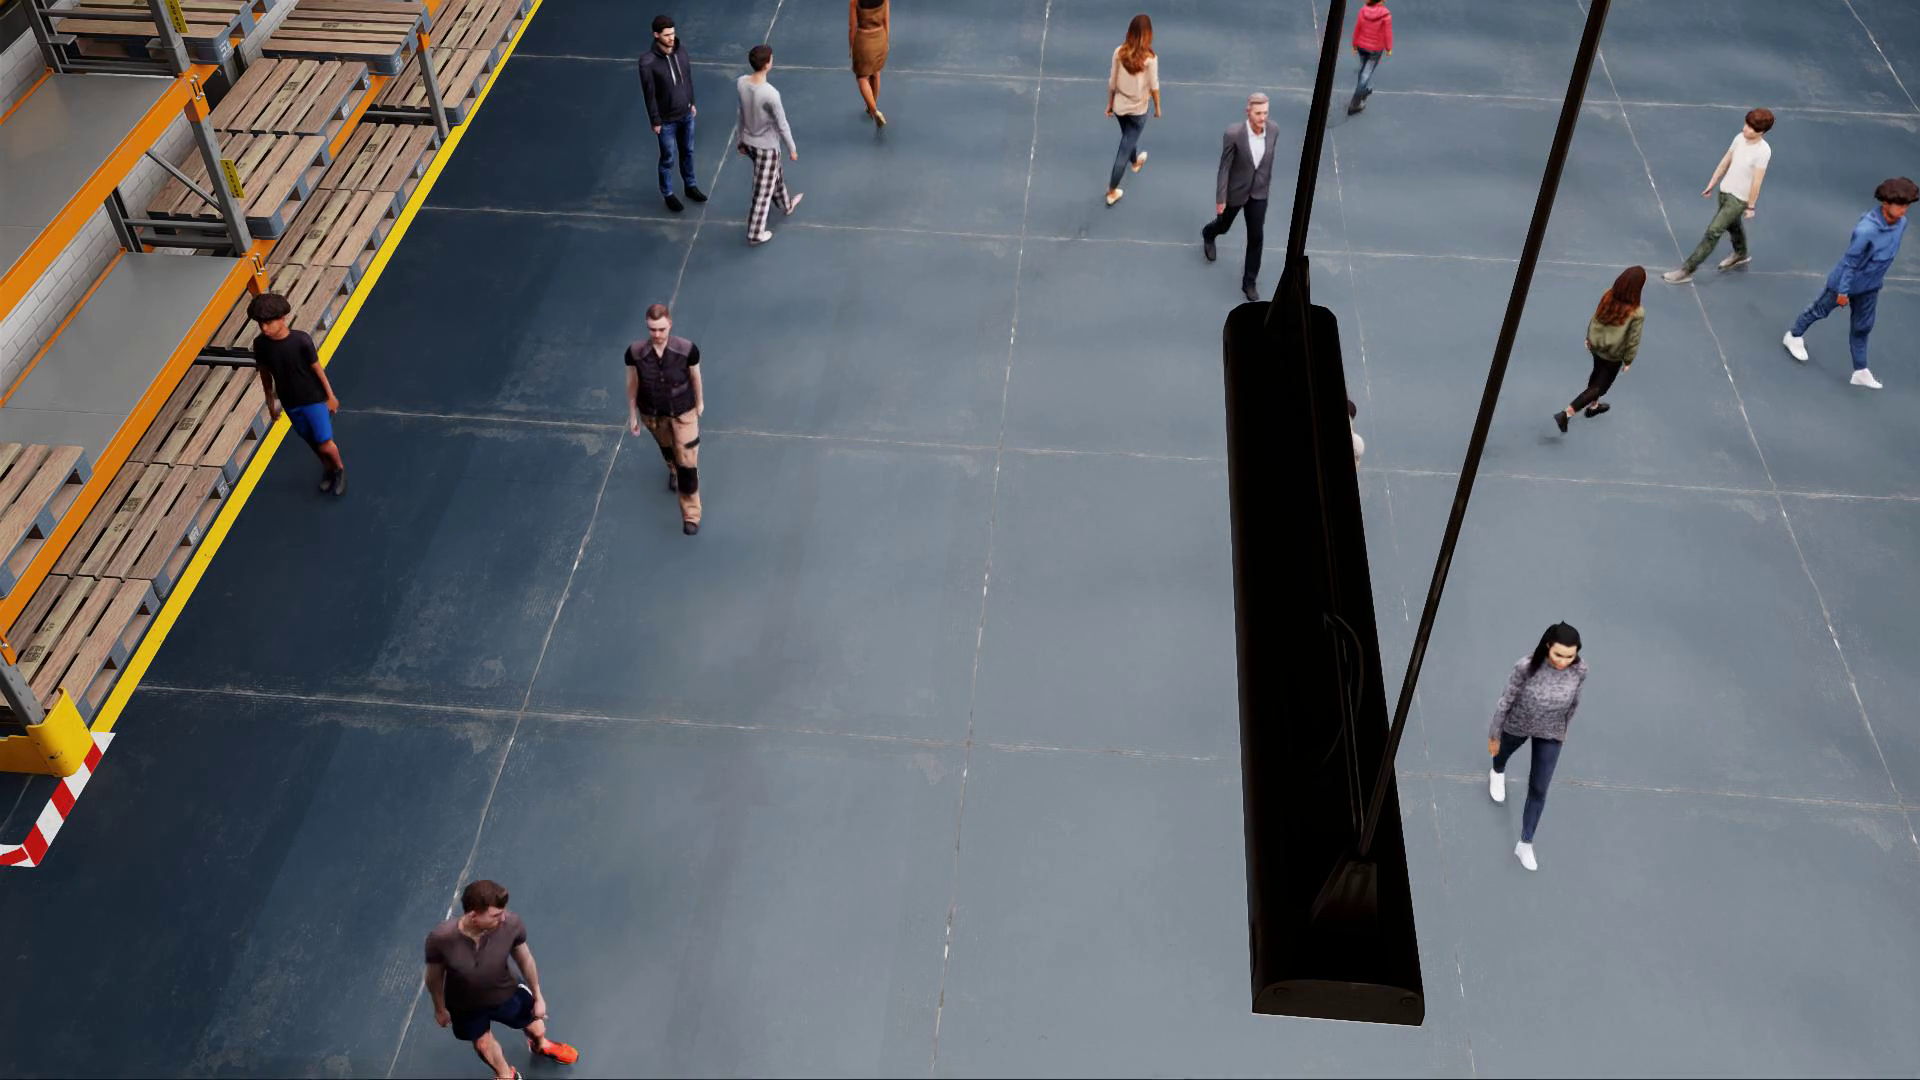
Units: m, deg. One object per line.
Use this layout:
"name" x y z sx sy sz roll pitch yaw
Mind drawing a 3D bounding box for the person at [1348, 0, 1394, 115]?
"person" 4.021 -4.846 16.485 0.845 1.296 0.764 -33 53 -30

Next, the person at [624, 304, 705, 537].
"person" -2.114 -1.001 12.091 0.723 1.791 1.162 1 44 1

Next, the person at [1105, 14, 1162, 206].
"person" 1.512 -3.856 15.118 0.920 1.749 1.163 23 48 22

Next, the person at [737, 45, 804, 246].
"person" -1.796 -3.422 14.612 1.045 1.817 1.175 31 51 28

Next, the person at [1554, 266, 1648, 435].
"person" 4.929 -1.445 12.798 0.945 1.457 0.963 -20 47 -20

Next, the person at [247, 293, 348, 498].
"person" -4.792 -1.109 12.210 0.617 1.782 0.583 3 44 3

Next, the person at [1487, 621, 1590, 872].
"person" 3.431 1.051 10.007 0.693 1.693 1.100 6 44 6

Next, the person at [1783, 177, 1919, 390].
"person" 7.093 -2.123 13.285 1.003 1.767 1.260 -14 45 -14

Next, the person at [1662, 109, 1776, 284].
"person" 6.710 -2.947 14.264 0.935 1.610 1.148 -11 45 -11

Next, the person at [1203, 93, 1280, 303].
"person" 2.380 -3.000 14.182 1.012 1.800 1.311 -11 45 -11

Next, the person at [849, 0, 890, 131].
"person" -0.856 -4.741 16.101 0.828 1.674 0.977 -18 47 -18

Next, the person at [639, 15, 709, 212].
"person" -2.607 -3.880 15.042 0.815 1.888 0.727 32 52 29

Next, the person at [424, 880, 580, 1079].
"person" -2.475 2.341 8.554 0.844 1.830 0.766 -1 44 -1
